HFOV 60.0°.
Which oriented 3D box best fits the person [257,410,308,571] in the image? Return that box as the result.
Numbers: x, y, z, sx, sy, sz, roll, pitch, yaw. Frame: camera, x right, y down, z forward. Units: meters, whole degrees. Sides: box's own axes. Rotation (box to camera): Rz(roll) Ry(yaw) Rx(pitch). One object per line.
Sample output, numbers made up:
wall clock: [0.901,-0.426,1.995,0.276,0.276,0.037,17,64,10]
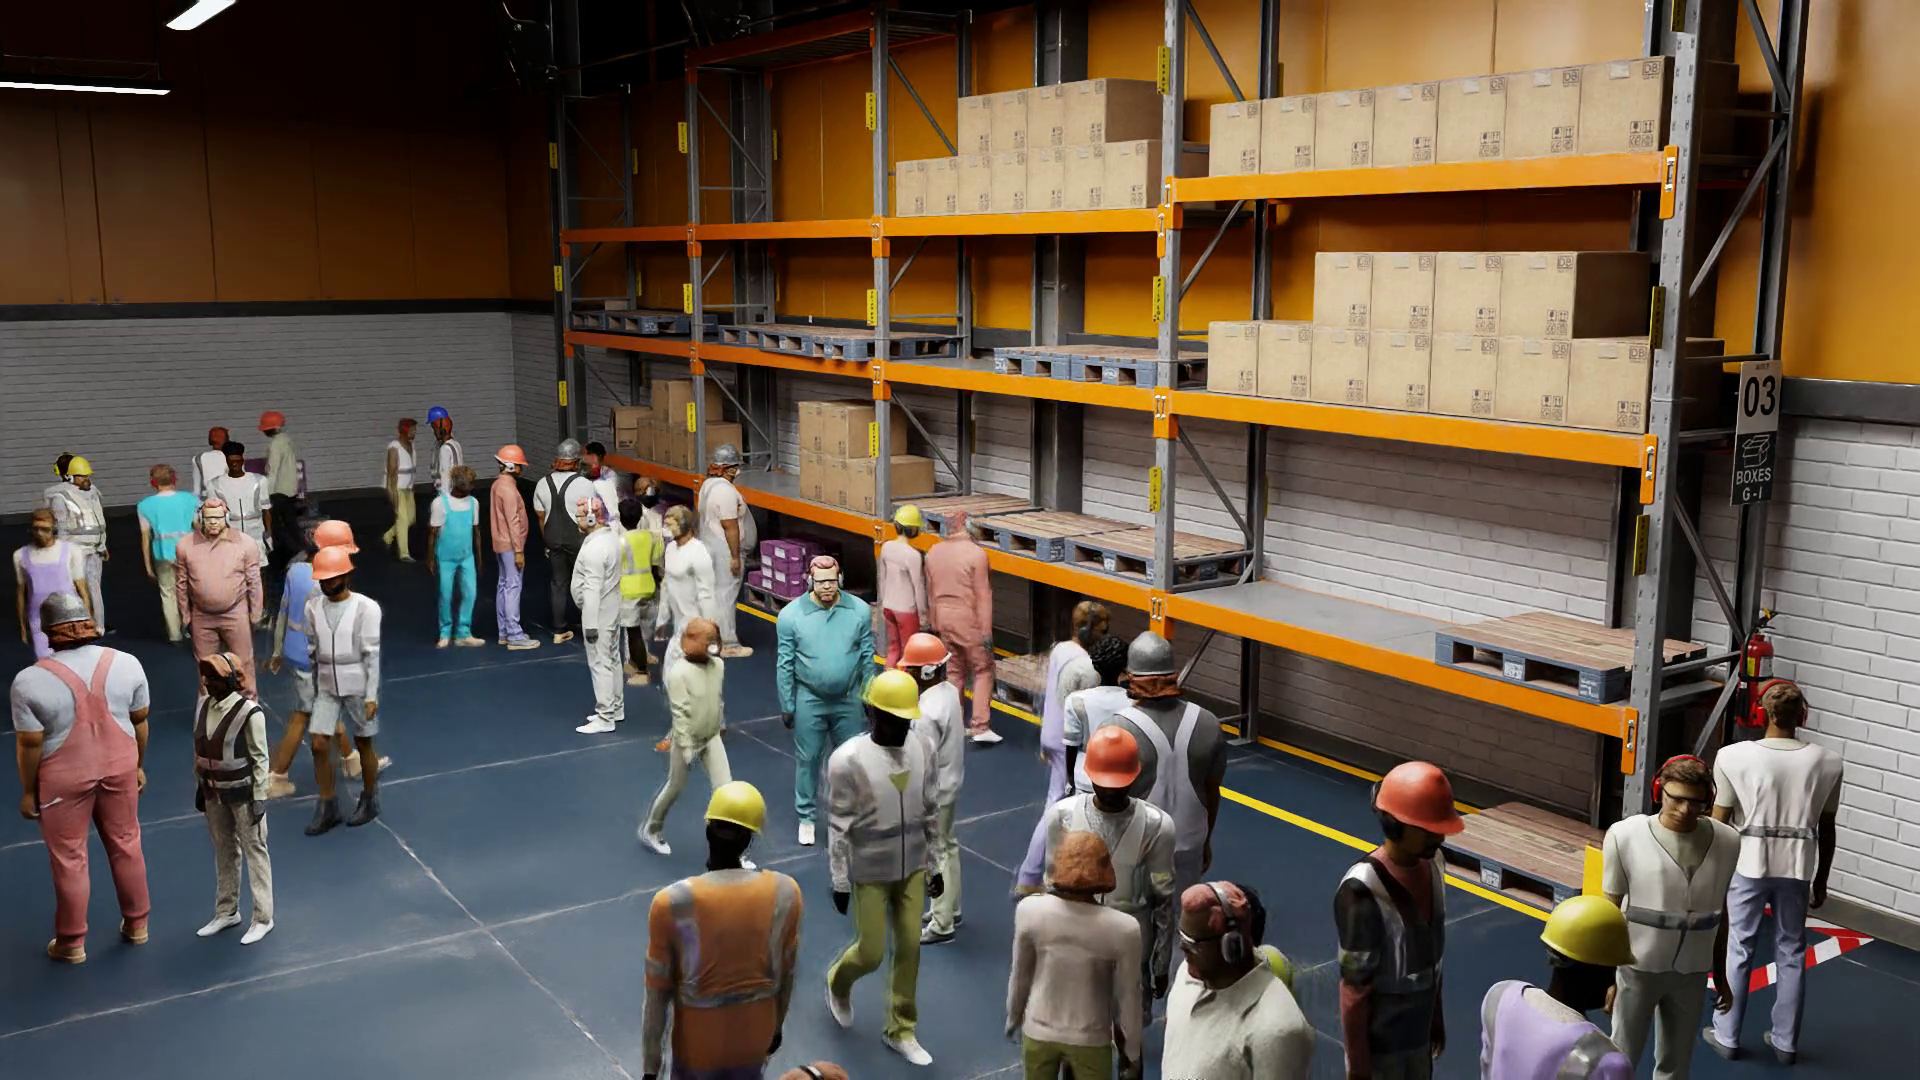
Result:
person: [-8.187,-0.590,20.094,0.443,1.967,0.706,-1,10,-7]

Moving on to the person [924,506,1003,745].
person: [0.038,0.671,13.031,0.725,1.870,0.394,9,13,42]

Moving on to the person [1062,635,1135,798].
person: [0.840,1.374,9.361,0.532,1.697,0.319,1,10,7]

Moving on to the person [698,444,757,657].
person: [-2.204,0.086,15.915,0.535,2.000,0.687,-5,11,-27]

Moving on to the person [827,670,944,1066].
person: [-0.376,1.524,7.922,0.590,1.902,0.595,-6,12,-33]

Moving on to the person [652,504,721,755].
person: [-2.178,0.678,12.808,0.757,1.912,0.627,-5,11,-25]

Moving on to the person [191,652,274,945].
person: [-4.044,1.422,9.243,0.513,1.641,0.309,4,11,23]

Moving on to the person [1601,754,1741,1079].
person: [2.850,1.748,6.752,0.563,1.838,0.390,-1,10,-6]

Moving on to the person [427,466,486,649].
person: [-4.925,0.174,16.113,0.499,1.804,0.553,9,13,44]

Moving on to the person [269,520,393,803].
person: [-4.543,0.835,11.753,0.887,1.972,0.649,-9,13,-41]

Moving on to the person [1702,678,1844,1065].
person: [3.804,1.568,7.814,0.562,1.837,0.388,1,10,9]

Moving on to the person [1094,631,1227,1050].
person: [0.899,1.432,8.012,0.685,2.000,0.535,-4,10,-20]

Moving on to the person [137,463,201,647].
person: [-7.574,0.177,16.045,0.575,1.822,0.635,-7,12,-36]

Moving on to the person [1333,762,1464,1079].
person: [1.594,1.778,6.033,0.410,2.030,0.612,9,13,43]

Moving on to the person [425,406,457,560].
person: [-6.468,-0.712,20.897,0.400,1.938,0.602,-3,10,-17]

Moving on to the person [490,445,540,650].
person: [-4.358,0.067,16.179,0.387,1.989,0.608,-6,11,-30]

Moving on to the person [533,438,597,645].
person: [-3.790,0.011,16.351,0.676,2.000,0.536,3,10,20]

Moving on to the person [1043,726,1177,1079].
person: [0.607,1.690,6.852,0.549,1.926,0.388,2,10,12]

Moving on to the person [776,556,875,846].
person: [-0.858,1.033,10.781,0.644,1.900,0.399,-3,10,-16]

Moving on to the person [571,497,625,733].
person: [-2.913,0.596,13.346,0.400,1.901,0.647,0,10,2]

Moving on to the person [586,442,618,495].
person: [-4.151,-0.295,19.184,0.536,1.691,0.319,6,12,33]

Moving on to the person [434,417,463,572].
person: [-6.191,-0.557,20.176,0.370,1.879,0.584,-1,10,-3]

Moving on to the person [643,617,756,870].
person: [-1.682,1.247,10.413,0.842,1.593,0.502,7,12,37]

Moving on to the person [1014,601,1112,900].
person: [0.696,1.238,9.890,0.880,1.786,0.603,-3,10,-19]

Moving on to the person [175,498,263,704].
person: [-5.918,0.603,13.314,0.643,1.901,0.397,-2,10,-12]

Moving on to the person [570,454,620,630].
person: [-3.665,0.014,17.025,0.631,1.802,0.597,1,10,5]

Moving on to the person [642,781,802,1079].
person: [-0.887,1.830,6.149,0.635,1.884,0.436,-4,10,-22]

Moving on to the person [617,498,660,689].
person: [-2.973,0.465,14.744,0.631,1.681,0.540,6,11,32]

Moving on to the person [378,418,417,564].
person: [-7.029,-0.619,20.717,0.627,1.817,0.583,2,10,13]

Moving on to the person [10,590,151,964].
person: [-4.784,1.258,9.036,0.537,2.000,0.678,9,13,42]

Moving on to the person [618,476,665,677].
person: [-2.909,0.330,15.208,0.434,1.817,0.669,2,10,10]

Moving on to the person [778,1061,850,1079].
person: [-0.320,2.214,4.623,0.343,1.629,0.591,-6,11,-32]

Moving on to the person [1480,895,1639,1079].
person: [1.819,1.999,5.070,0.394,1.913,0.591,-4,10,-22]

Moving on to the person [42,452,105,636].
person: [-8.823,0.061,16.562,0.521,1.873,0.336,-7,12,-36]

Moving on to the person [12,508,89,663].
person: [-7.277,0.627,13.369,0.528,1.825,0.589,-3,10,-17]

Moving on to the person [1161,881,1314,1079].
person: [0.813,1.982,5.218,0.399,1.895,0.657,-4,10,-22]

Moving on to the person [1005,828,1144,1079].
person: [0.430,1.911,6.422,0.567,1.624,0.341,2,10,13]

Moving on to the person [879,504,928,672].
person: [-0.465,0.577,13.849,0.317,1.768,0.533,-7,12,-36]

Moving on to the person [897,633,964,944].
person: [-0.167,1.368,9.267,0.358,1.742,0.569,2,10,13]

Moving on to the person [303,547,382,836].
person: [-4.085,1.001,10.932,0.546,1.914,0.722,1,10,6]

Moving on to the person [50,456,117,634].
person: [-8.723,0.077,16.576,0.404,1.832,0.594,2,10,12]

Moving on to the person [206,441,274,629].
person: [-7.311,-0.041,16.916,0.606,1.960,0.365,-5,11,-27]

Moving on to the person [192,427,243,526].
person: [-8.452,-0.356,19.014,0.581,1.877,0.372,-1,10,-4]
